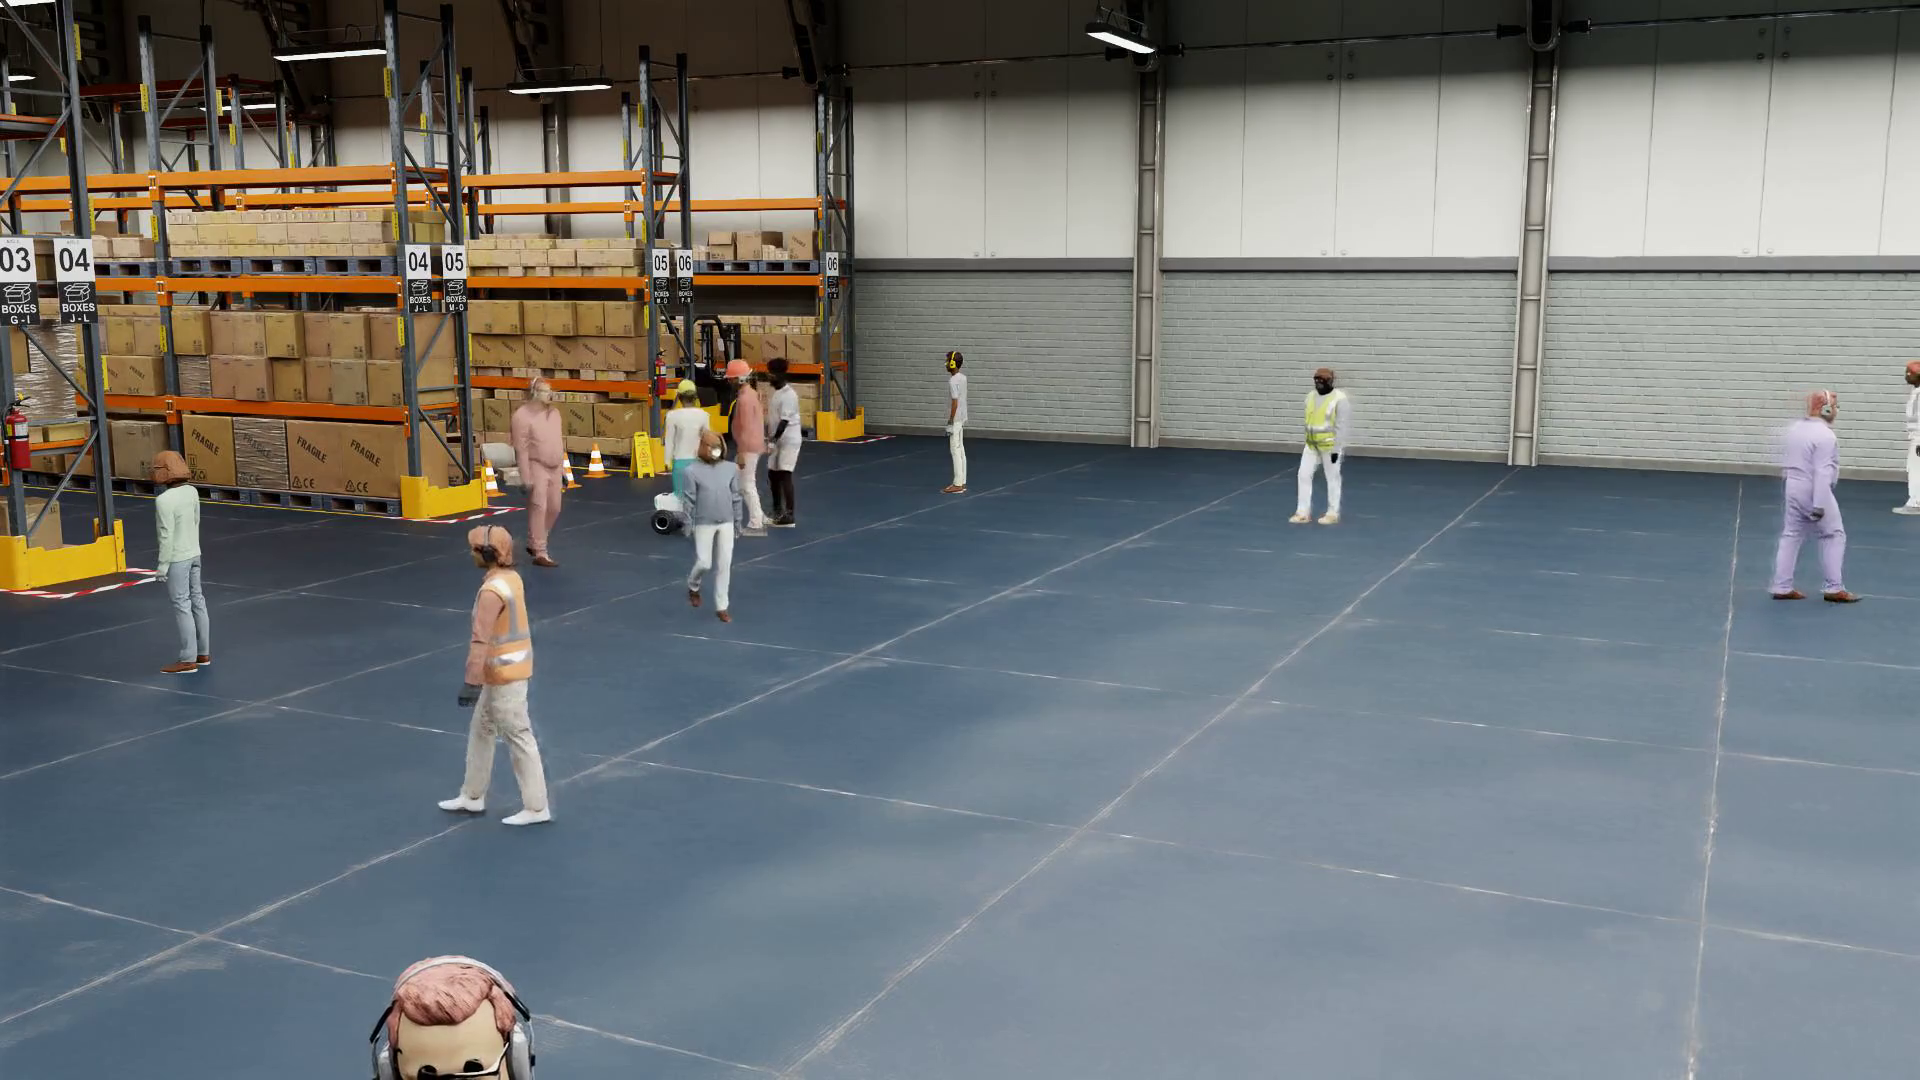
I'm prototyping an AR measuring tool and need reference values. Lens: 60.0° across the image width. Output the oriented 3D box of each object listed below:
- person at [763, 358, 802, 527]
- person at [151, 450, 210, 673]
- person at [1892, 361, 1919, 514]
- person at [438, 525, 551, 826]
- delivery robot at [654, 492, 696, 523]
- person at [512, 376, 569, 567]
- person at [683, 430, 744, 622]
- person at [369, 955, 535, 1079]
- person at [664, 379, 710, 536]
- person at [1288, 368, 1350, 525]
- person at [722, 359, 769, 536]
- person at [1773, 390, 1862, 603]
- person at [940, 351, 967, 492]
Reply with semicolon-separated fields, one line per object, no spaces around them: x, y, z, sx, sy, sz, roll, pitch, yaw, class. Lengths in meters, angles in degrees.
-2.081;-1.123;19.094;0.482;1.946;0.596;-6;11;-31;person
-5.725;0.158;12.183;0.279;1.634;0.498;0;9;3;person
11.626;-1.219;19.953;0.625;1.867;0.586;3;10;21;person
-2.519;0.729;8.768;0.730;1.613;0.518;-1;9;-5;person
-3.041;-0.402;18.624;0.707;0.478;0.477;1;9;7;delivery robot
-4.176;-0.683;16.604;0.482;1.925;0.668;4;10;24;person
-2.093;-0.133;14.017;0.504;1.618;0.522;-5;10;-28;person
-0.773;1.578;2.648;0.643;1.909;0.410;-3;10;-20;person
-2.976;-0.901;18.335;0.532;1.743;0.666;-6;11;-35;person
4.087;-1.055;19.055;0.773;1.813;0.659;-7;11;-35;person
-2.360;-0.997;18.231;0.457;1.966;0.635;-1;9;-5;person
7.645;-0.381;14.728;0.802;1.879;0.662;-1;9;-5;person
-0.074;-1.553;21.992;0.328;1.862;0.511;2;10;15;person
